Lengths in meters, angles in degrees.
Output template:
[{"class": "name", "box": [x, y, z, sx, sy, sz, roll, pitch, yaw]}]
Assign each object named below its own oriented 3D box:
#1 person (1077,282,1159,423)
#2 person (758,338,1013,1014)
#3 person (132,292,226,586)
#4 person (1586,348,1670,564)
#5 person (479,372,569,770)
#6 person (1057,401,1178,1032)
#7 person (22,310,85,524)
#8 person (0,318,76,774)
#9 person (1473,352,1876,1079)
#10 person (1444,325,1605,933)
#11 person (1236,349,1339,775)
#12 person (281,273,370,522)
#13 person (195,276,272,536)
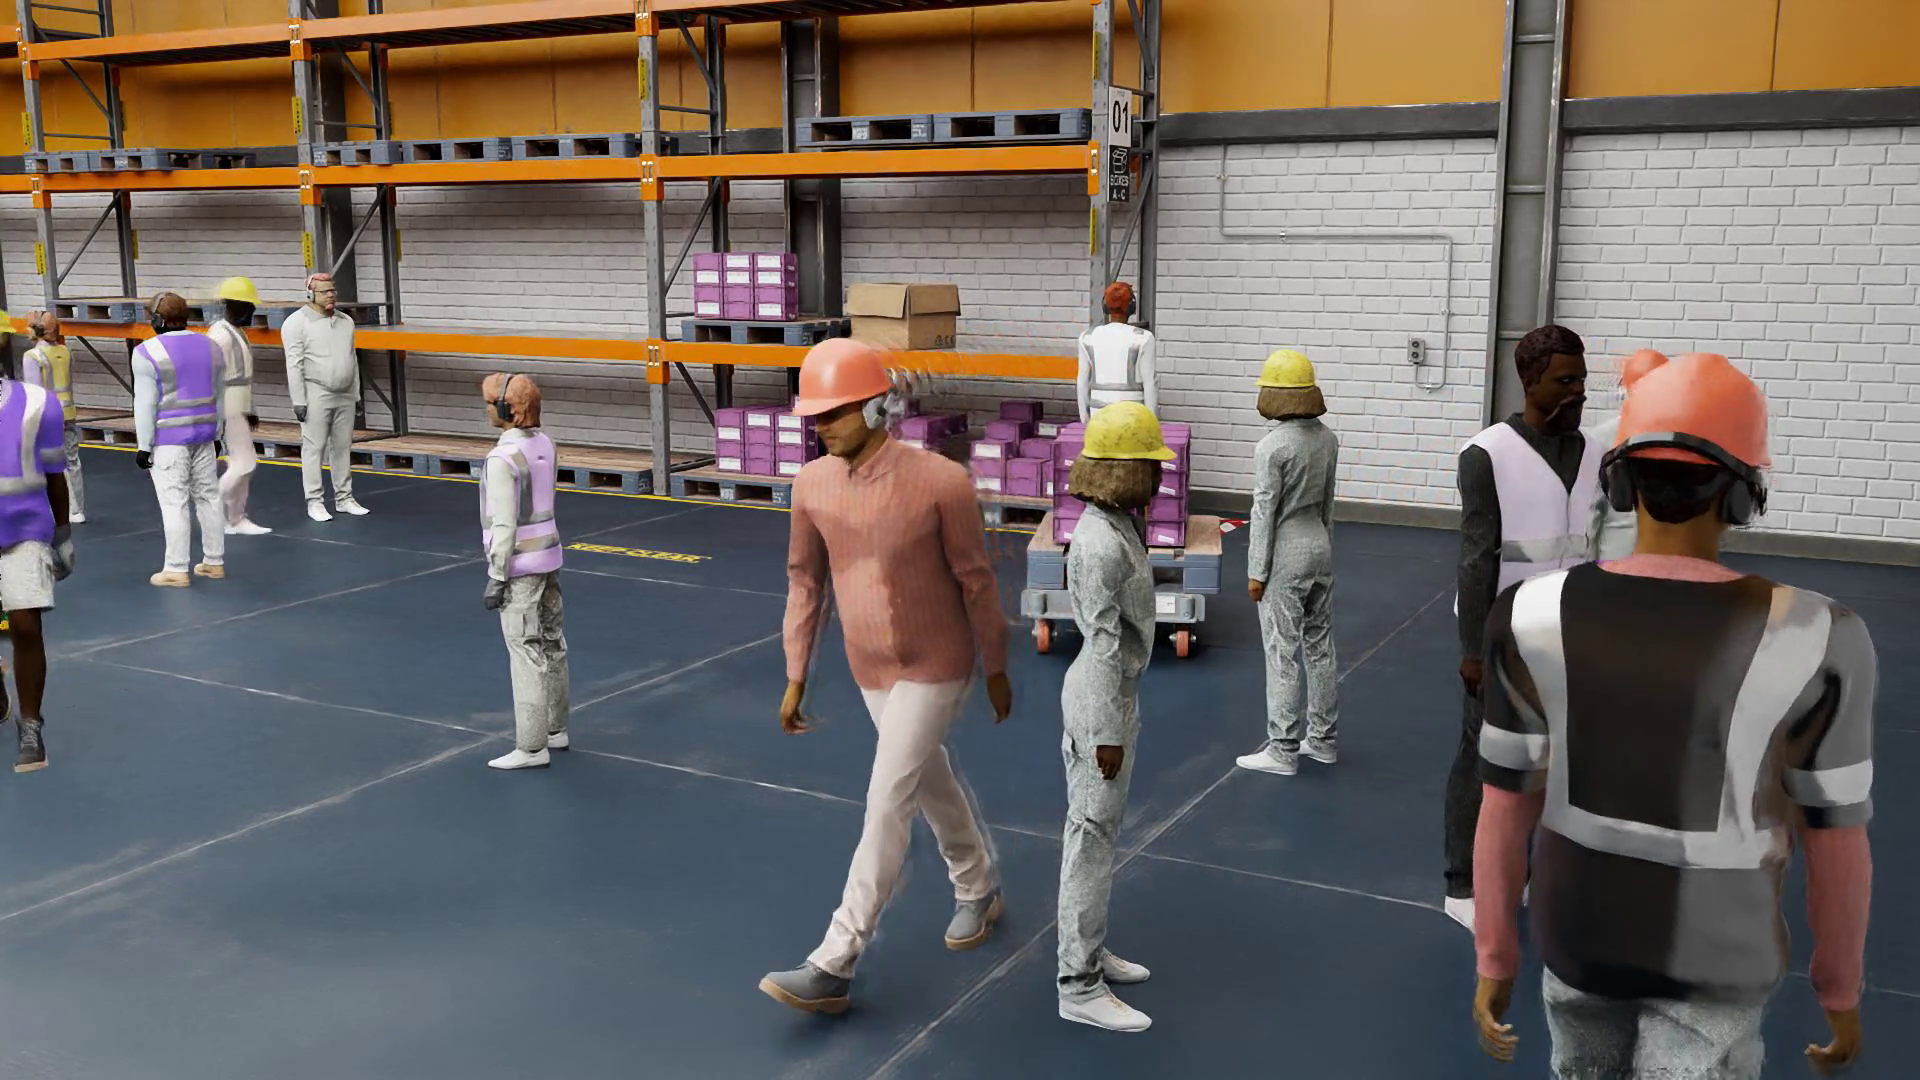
[{"class": "person", "box": [1.080, -0.805, 11.316, 0.577, 1.884, 0.353, 5, 12, 26]}, {"class": "person", "box": [-0.208, 0.366, 4.839, 0.625, 1.900, 1.100, 8, 13, 38]}, {"class": "person", "box": [-4.922, -0.632, 10.480, 0.429, 1.846, 0.627, 5, 12, 26]}, {"class": "person", "box": [2.907, 0.027, 7.178, 0.586, 1.724, 0.509, -4, 11, -19]}, {"class": "person", "box": [-1.800, 0.128, 6.865, 0.310, 1.642, 0.514, 2, 10, 10]}, {"class": "person", "box": [0.434, 0.480, 4.660, 0.318, 1.742, 0.492, 1, 10, 7]}, {"class": "person", "box": [-6.808, -0.896, 12.480, 0.309, 1.642, 0.514, 1, 10, 3]}, {"class": "person", "box": [-4.059, -0.042, 6.987, 0.608, 1.944, 0.797, -5, 12, -27]}, {"class": "person", "box": [1.159, 0.688, 2.811, 0.614, 2.008, 1.015, 8, 13, 36]}, {"class": "person", "box": [1.778, 0.282, 5.263, 0.590, 1.919, 0.397, -7, 12, -33]}, {"class": "person", "box": [1.350, 0.090, 6.827, 0.485, 1.738, 0.346, -9, 14, -40]}, {"class": "person", "box": [-4.904, -1.110, 12.926, 0.407, 1.908, 0.641, 6, 12, 29]}, {"class": "person", "box": [-5.261, -0.956, 12.093, 0.473, 1.901, 0.614, -3, 11, -14]}]
